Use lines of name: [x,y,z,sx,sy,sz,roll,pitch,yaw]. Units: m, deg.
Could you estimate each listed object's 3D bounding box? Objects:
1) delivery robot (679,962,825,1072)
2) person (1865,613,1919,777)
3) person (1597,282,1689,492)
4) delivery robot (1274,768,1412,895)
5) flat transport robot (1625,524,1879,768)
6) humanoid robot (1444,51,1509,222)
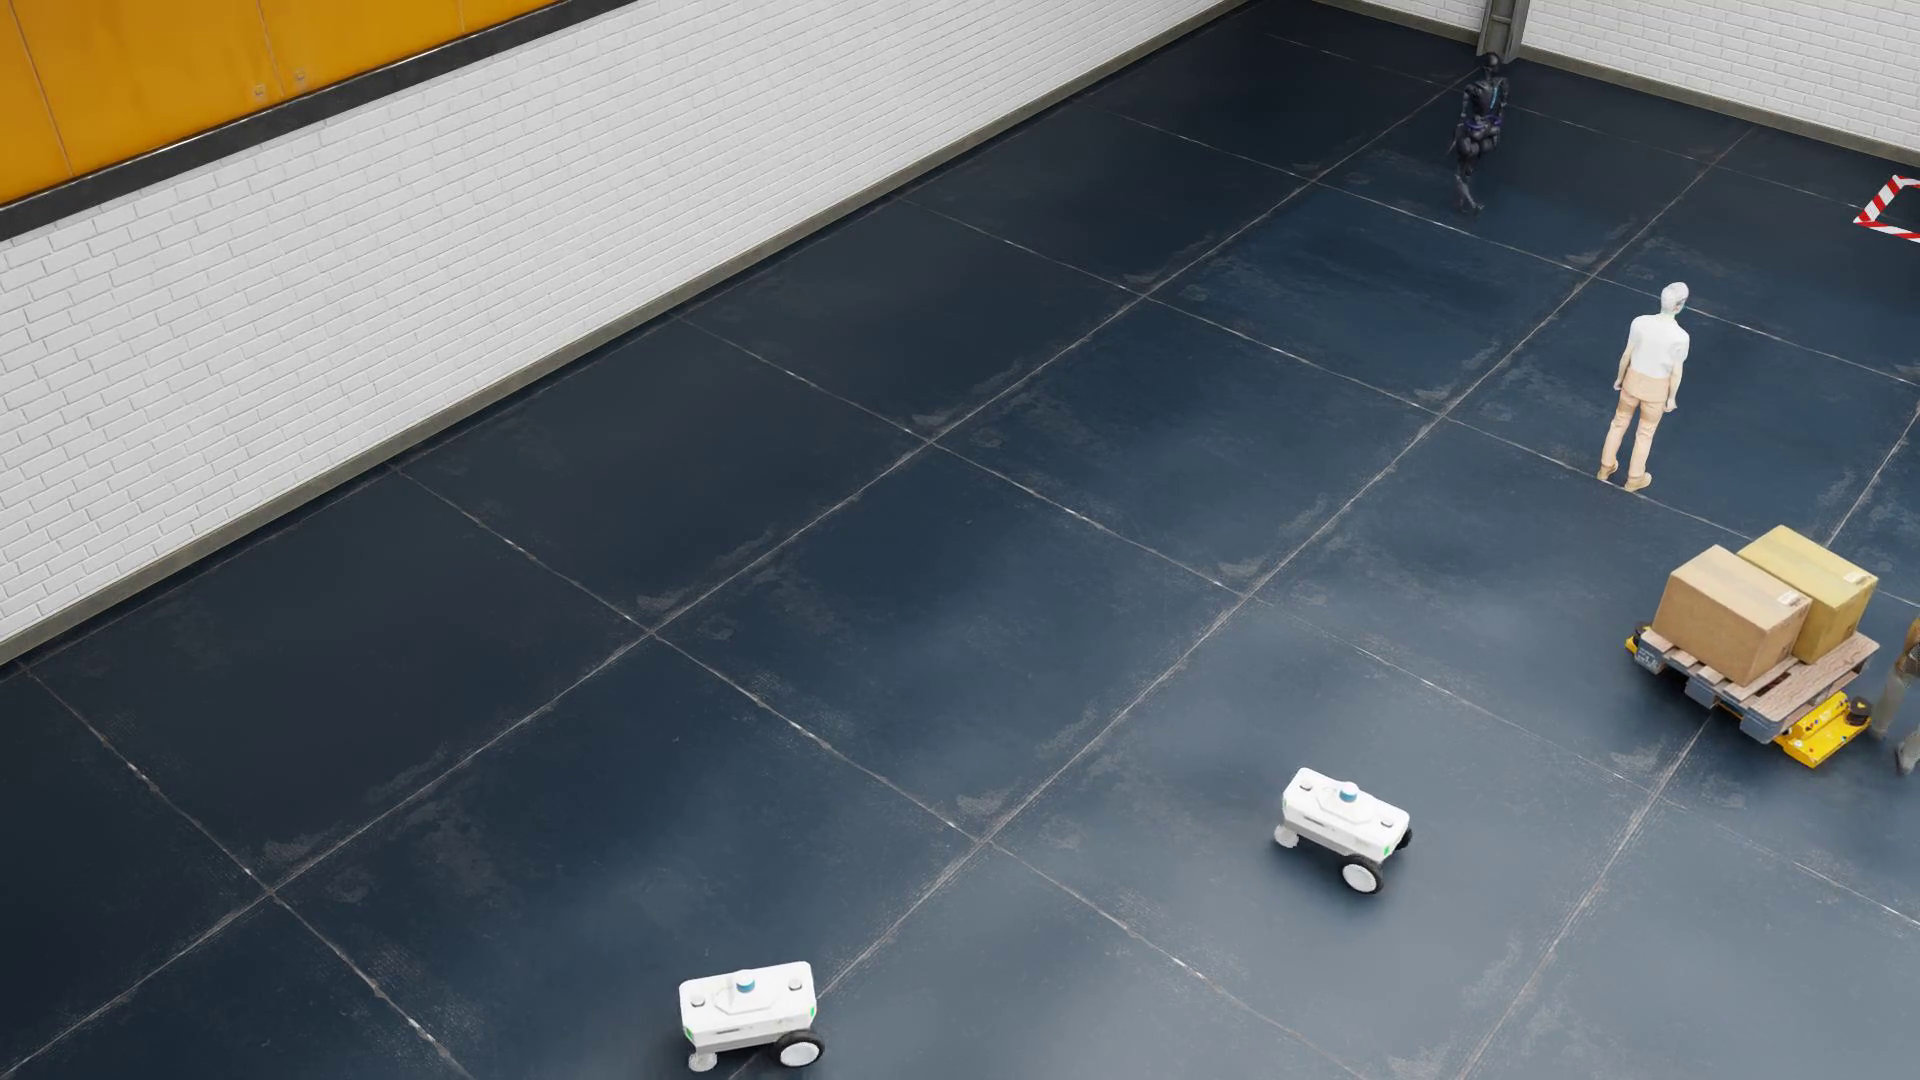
delivery robot: [-1.109,2.532,8.931,0.815,0.614,0.499,-7,39,-9]
person: [6.087,0.631,10.263,0.575,1.825,0.667,12,40,14]
person: [5.178,-1.156,12.551,0.327,1.737,0.482,-30,48,-32]
delivery robot: [2.310,1.699,9.951,0.779,0.597,0.499,23,44,26]
flat transport robot: [5.272,0.919,11.146,0.659,0.231,1.431,-25,45,-27]
humanoid robot: [5.023,-3.869,15.973,0.610,1.635,0.536,-16,42,-19]
